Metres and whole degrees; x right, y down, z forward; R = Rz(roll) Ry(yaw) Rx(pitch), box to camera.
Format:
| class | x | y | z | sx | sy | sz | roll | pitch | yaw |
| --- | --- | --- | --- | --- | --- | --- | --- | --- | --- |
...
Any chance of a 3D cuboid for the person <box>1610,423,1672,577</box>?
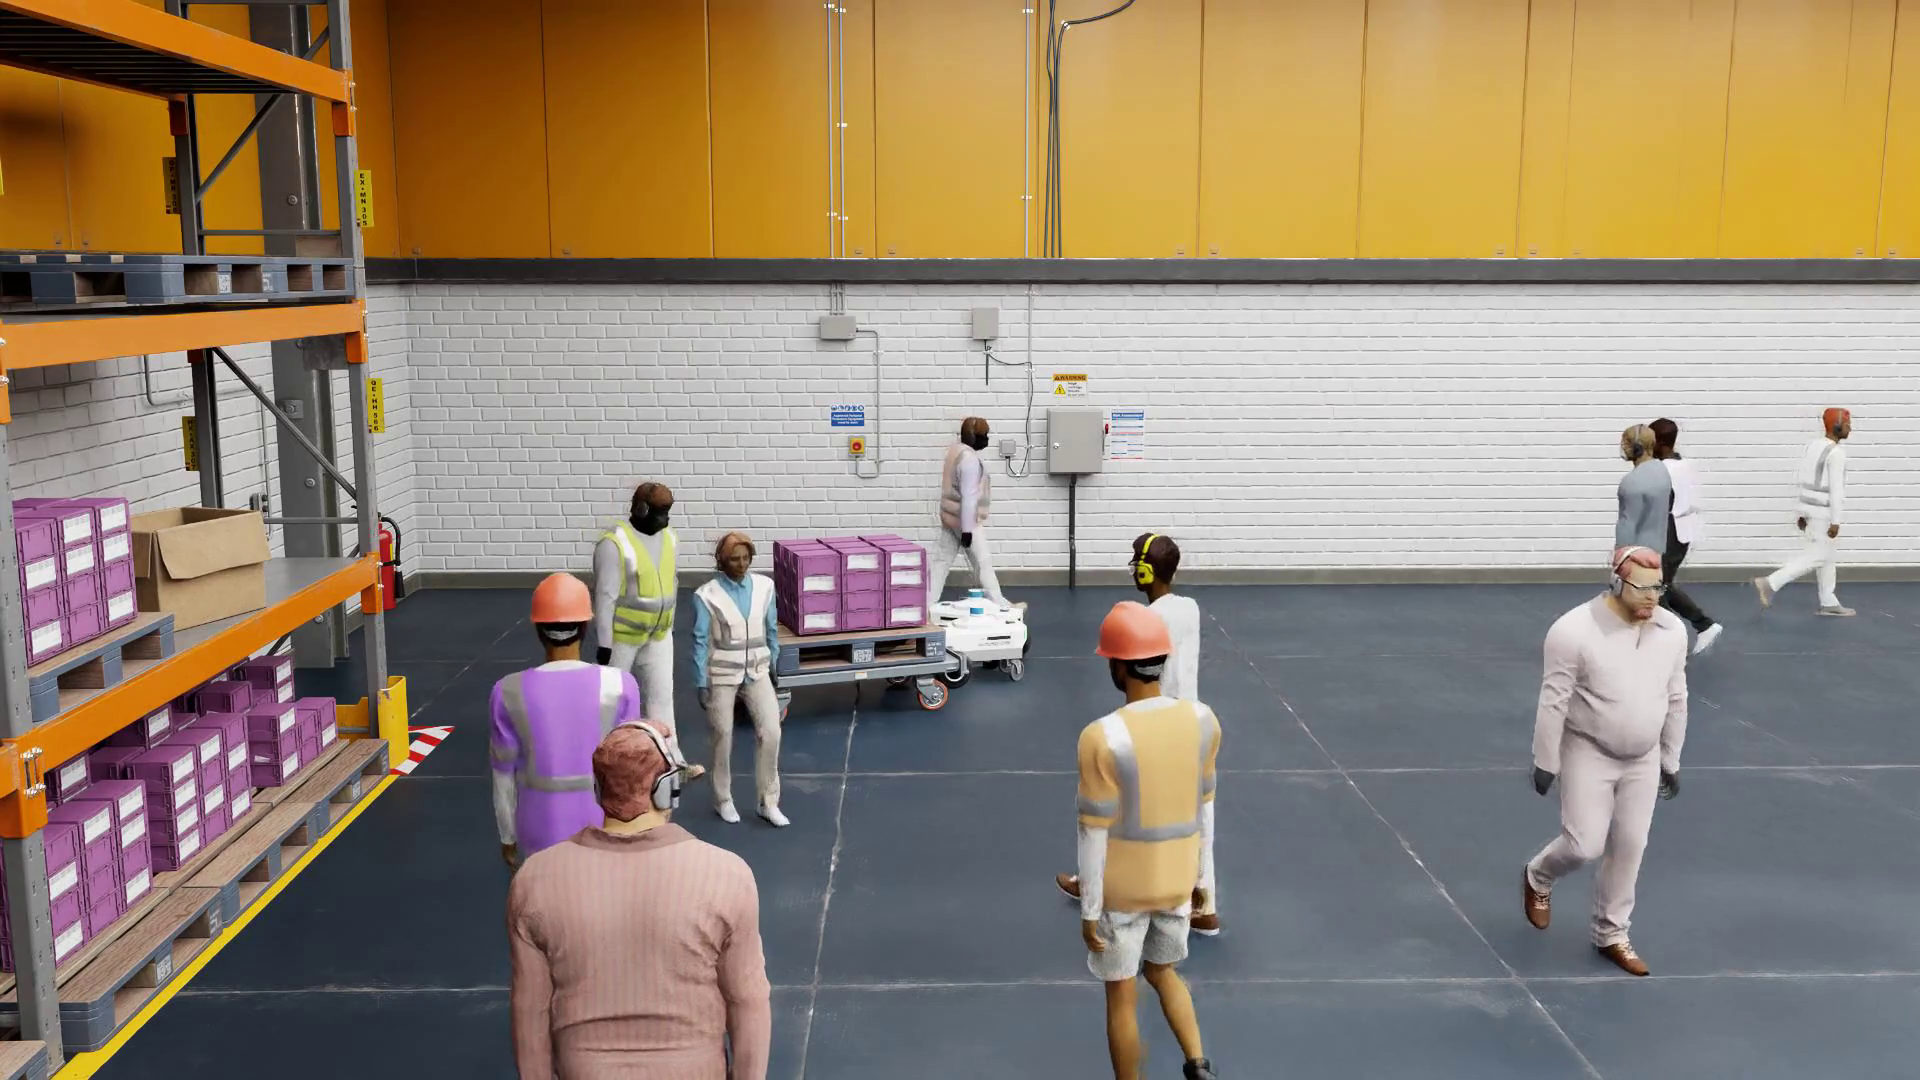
| class | x | y | z | sx | sy | sz | roll | pitch | yaw |
| --- | --- | --- | --- | --- | --- | --- | --- | --- | --- |
| person | 4.948 | 0.111 | 12.088 | 0.487 | 1.923 | 0.644 | 9 | 13 | 43 |

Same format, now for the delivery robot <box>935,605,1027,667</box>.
| class | x | y | z | sx | sy | sz | roll | pitch | yaw |
| --- | --- | --- | --- | --- | --- | --- | --- | --- | --- |
| delivery robot | 0.125 | 0.722 | 12.254 | 0.707 | 0.478 | 0.477 | -2 | 10 | -15 |

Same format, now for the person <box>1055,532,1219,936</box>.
| class | x | y | z | sx | sy | sz | roll | pitch | yaw |
| --- | --- | --- | --- | --- | --- | --- | --- | --- | --- |
| person | 0.860 | 0.871 | 7.722 | 0.932 | 1.827 | 0.503 | 9 | 13 | 43 |

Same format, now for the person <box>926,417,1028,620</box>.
| class | x | y | z | sx | sy | sz | roll | pitch | yaw |
| --- | --- | --- | --- | --- | --- | --- | --- | --- | --- |
| person | 0.098 | -0.162 | 14.200 | 0.964 | 1.778 | 0.754 | -3 | 10 | -16 |

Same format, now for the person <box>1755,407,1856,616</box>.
| class | x | y | z | sx | sy | sz | roll | pitch | yaw |
| --- | --- | --- | --- | --- | --- | --- | --- | --- | --- |
| person | 7.412 | -0.237 | 14.467 | 0.814 | 1.858 | 0.590 | 1 | 9 | 6 |

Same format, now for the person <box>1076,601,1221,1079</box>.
| class | x | y | z | sx | sy | sz | roll | pitch | yaw |
| --- | --- | --- | --- | --- | --- | --- | --- | --- | --- |
| person | 0.646 | 1.166 | 5.639 | 0.558 | 1.921 | 0.533 | -5 | 10 | -26 |

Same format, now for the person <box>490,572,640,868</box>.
| class | x | y | z | sx | sy | sz | roll | pitch | yaw |
| --- | --- | --- | --- | --- | --- | --- | --- | --- | --- |
| person | -1.468 | 1.062 | 6.280 | 0.557 | 1.910 | 0.777 | -2 | 9 | -11 |

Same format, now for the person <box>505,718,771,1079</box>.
| class | x | y | z | sx | sy | sz | roll | pitch | yaw |
| --- | --- | --- | --- | --- | --- | --- | --- | --- | --- |
| person | -0.807 | 1.396 | 4.285 | 0.648 | 1.904 | 0.401 | 0 | 9 | -1 |

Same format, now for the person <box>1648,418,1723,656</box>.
| class | x | y | z | sx | sy | sz | roll | pitch | yaw |
| --- | --- | --- | --- | --- | --- | --- | --- | --- | --- |
| person | 5.513 | 0.018 | 12.768 | 0.572 | 1.896 | 0.603 | 7 | 11 | 36 |

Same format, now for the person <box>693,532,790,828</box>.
| class | x | y | z | sx | sy | sz | roll | pitch | yaw |
| --- | --- | --- | --- | --- | --- | --- | --- | --- | --- |
| person | -1.169 | 0.771 | 8.967 | 0.552 | 1.614 | 0.636 | -6 | 11 | -33 |

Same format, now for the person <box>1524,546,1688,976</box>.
| class | x | y | z | sx | sy | sz | roll | pitch | yaw |
| --- | --- | --- | --- | --- | --- | --- | --- | --- | --- |
| person | 2.795 | 0.926 | 7.257 | 0.652 | 1.884 | 0.580 | -2 | 10 | -13 |

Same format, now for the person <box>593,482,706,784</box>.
| class | x | y | z | sx | sy | sz | roll | pitch | yaw |
| --- | --- | --- | --- | --- | --- | --- | --- | --- | --- |
| person | -1.883 | 0.556 | 9.820 | 0.915 | 1.783 | 0.707 | 8 | 12 | 40 |

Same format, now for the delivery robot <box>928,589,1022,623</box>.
| class | x | y | z | sx | sy | sz | roll | pitch | yaw |
| --- | --- | --- | --- | --- | --- | --- | --- | --- | --- |
| delivery robot | 0.112 | 0.623 | 12.863 | 0.707 | 0.478 | 0.477 | 5 | 10 | 28 |
